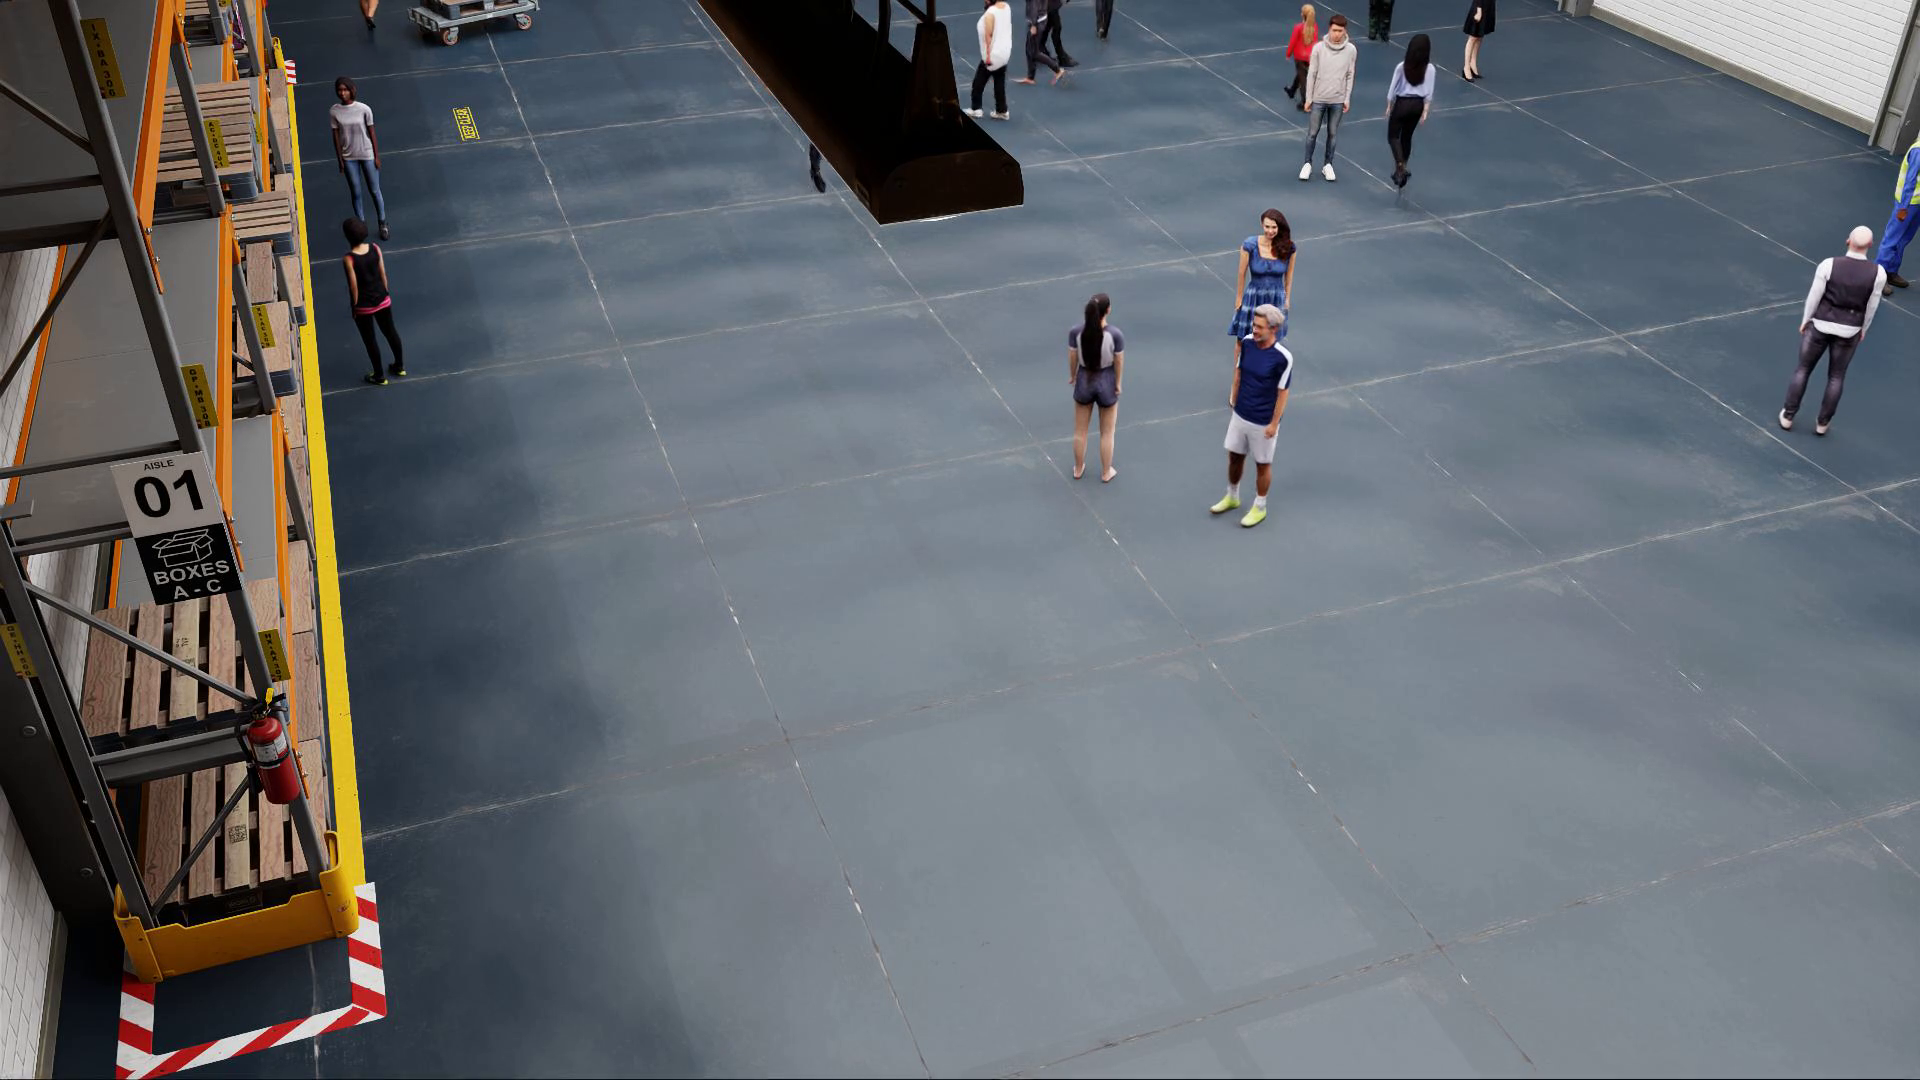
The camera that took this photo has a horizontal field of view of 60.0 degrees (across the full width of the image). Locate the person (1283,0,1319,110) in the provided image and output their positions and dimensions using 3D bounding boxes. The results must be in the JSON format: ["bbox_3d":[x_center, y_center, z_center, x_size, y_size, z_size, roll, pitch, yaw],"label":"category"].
[{"bbox_3d":[4.313,-6.012,20.787,0.523,1.249,0.886,-13,36,-18],"label":"person"}]

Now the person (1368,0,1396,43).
[{"bbox_3d":[5.877,-7.883,23.077,0.806,1.831,0.850,8,34,11],"label":"person"}]

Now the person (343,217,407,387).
[{"bbox_3d":[-5.196,-2.118,14.656,0.654,1.552,0.622,22,40,30],"label":"person"}]

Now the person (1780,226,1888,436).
[{"bbox_3d":[7.273,-1.742,13.850,0.768,1.817,0.815,13,36,18],"label":"person"}]

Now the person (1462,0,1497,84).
[{"bbox_3d":[6.809,-6.880,21.644,0.683,1.747,0.693,-28,43,-35],"label":"person"}]

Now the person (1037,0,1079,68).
[{"bbox_3d":[1.139,-7.201,22.117,0.976,1.758,0.929,12,35,18],"label":"person"}]

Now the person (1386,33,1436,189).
[{"bbox_3d":[4.952,-4.686,18.363,0.799,1.725,1.007,-2,34,-3],"label":"person"}]

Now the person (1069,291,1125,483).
[{"bbox_3d":[1.082,-1.212,13.205,0.675,1.650,0.701,9,35,13],"label":"person"}]

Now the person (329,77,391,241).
[{"bbox_3d":[-6.244,-3.959,17.275,0.610,1.720,0.566,-7,34,-10],"label":"person"}]

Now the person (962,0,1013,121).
[{"bbox_3d":[0.458,-5.940,20.301,0.956,1.668,0.882,20,38,27],"label":"person"}]

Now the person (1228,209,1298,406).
[{"bbox_3d":[2.586,-1.973,14.209,0.749,1.805,0.724,2,34,3],"label":"person"}]

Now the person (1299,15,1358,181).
[{"bbox_3d":[4.141,-4.976,18.684,0.750,1.852,0.729,3,34,5],"label":"person"}]

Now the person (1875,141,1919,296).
[{"bbox_3d":[9.305,-3.319,16.227,0.711,1.812,0.647,-19,38,-26],"label":"person"}]

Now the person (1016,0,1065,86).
[{"bbox_3d":[1.060,-6.662,21.350,0.905,1.710,0.923,5,34,7],"label":"person"}]

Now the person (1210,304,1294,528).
[{"bbox_3d":[2.286,-0.967,12.668,0.798,1.835,0.681,-28,43,-35],"label":"person"}]
